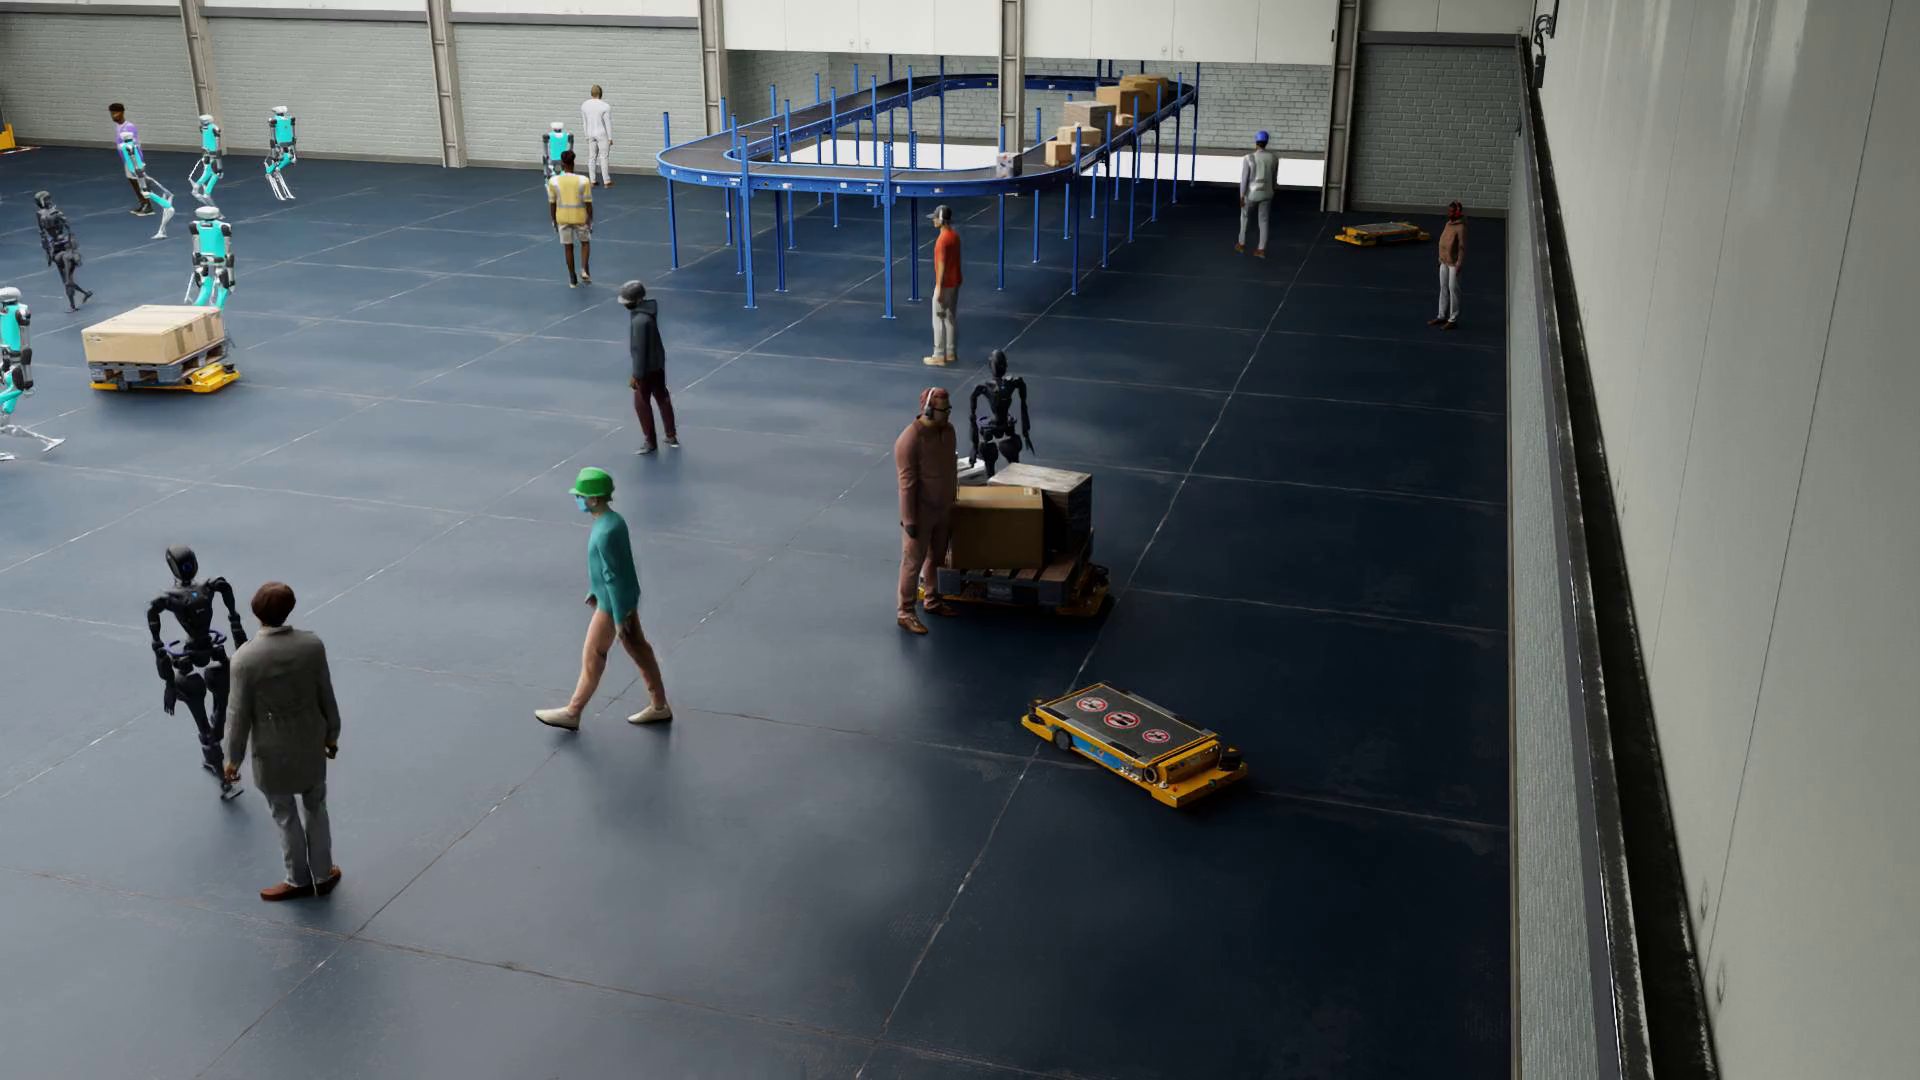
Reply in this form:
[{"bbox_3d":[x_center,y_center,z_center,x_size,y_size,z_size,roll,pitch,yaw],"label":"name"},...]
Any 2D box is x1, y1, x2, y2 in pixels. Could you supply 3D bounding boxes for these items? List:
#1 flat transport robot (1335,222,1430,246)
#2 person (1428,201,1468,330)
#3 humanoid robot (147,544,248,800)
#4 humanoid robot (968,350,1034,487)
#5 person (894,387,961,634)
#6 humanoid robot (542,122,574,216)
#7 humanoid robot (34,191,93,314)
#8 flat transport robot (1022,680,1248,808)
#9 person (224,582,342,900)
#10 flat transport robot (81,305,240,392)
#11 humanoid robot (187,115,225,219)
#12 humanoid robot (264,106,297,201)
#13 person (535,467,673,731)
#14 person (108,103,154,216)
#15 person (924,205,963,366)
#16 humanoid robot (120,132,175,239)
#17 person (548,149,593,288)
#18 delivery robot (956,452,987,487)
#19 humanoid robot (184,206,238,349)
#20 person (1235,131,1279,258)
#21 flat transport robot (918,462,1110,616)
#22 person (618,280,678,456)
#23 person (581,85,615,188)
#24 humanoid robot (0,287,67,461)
[{"bbox_3d":[6.895,-4.987,27.112,1.431,0.231,0.659,-10,23,-24],"label":"flat transport robot"},{"bbox_3d":[6.352,-3.551,21.460,0.309,1.650,0.471,-6,22,-16],"label":"person"},{"bbox_3d":[-4.608,0.788,10.222,0.758,1.630,0.589,17,27,37],"label":"humanoid robot"},{"bbox_3d":[0.343,-0.896,14.546,0.612,1.634,0.444,-9,23,-21],"label":"humanoid robot"},{"bbox_3d":[-0.212,-0.235,12.536,0.396,1.899,0.645,15,26,35],"label":"person"},{"bbox_3d":[-6.907,-6.296,28.515,0.550,1.747,1.038,-10,23,-24],"label":"humanoid robot"},{"bbox_3d":[-12.025,-3.917,22.425,0.615,1.626,0.630,8,22,19],"label":"humanoid robot"},{"bbox_3d":[1.116,1.295,10.820,0.659,0.231,1.431,-17,27,-36],"label":"flat transport robot"},{"bbox_3d":[-3.712,1.119,9.133,0.610,1.818,0.393,-16,26,-36],"label":"person"},{"bbox_3d":[-9.110,-1.878,19.048,1.431,0.231,0.659,2,21,5],"label":"flat transport robot"},{"bbox_3d":[-13.082,-6.409,28.775,0.543,1.811,0.673,16,26,35],"label":"humanoid robot"},{"bbox_3d":[-12.384,-7.021,30.162,0.735,1.677,0.533,12,24,28],"label":"humanoid robot"},{"bbox_3d":[-2.382,0.399,10.964,0.938,1.825,0.545,-1,21,-2],"label":"person"},{"bbox_3d":[-14.576,-6.680,29.197,0.618,1.944,0.431,18,28,39],"label":"person"},{"bbox_3d":[-0.194,-3.029,19.765,0.435,1.898,0.521,9,23,21],"label":"person"},{"bbox_3d":[-13.147,-5.769,27.093,0.733,1.761,0.530,-12,24,-28],"label":"humanoid robot"},{"bbox_3d":[-5.530,-4.576,23.713,0.610,1.954,0.433,-4,21,-10],"label":"person"},{"bbox_3d":[-0.080,-0.508,15.073,0.745,0.576,0.501,-19,28,-40],"label":"delivery robot"},{"bbox_3d":[-9.153,-3.105,20.218,0.537,1.799,0.723,3,21,8],"label":"humanoid robot"},{"bbox_3d":[4.602,-5.399,25.897,0.641,1.909,0.832,-4,22,-11],"label":"person"},{"bbox_3d":[0.440,0.343,13.288,1.431,0.231,0.659,6,22,14],"label":"flat transport robot"},{"bbox_3d":[-3.100,-1.740,16.607,0.452,1.770,0.629,1,21,2],"label":"person"},{"bbox_3d":[-6.961,-7.767,32.027,0.622,1.930,0.375,7,22,18],"label":"person"},{"bbox_3d":[-9.325,-1.544,16.139,0.547,1.729,1.001,17,27,37],"label":"humanoid robot"}]
